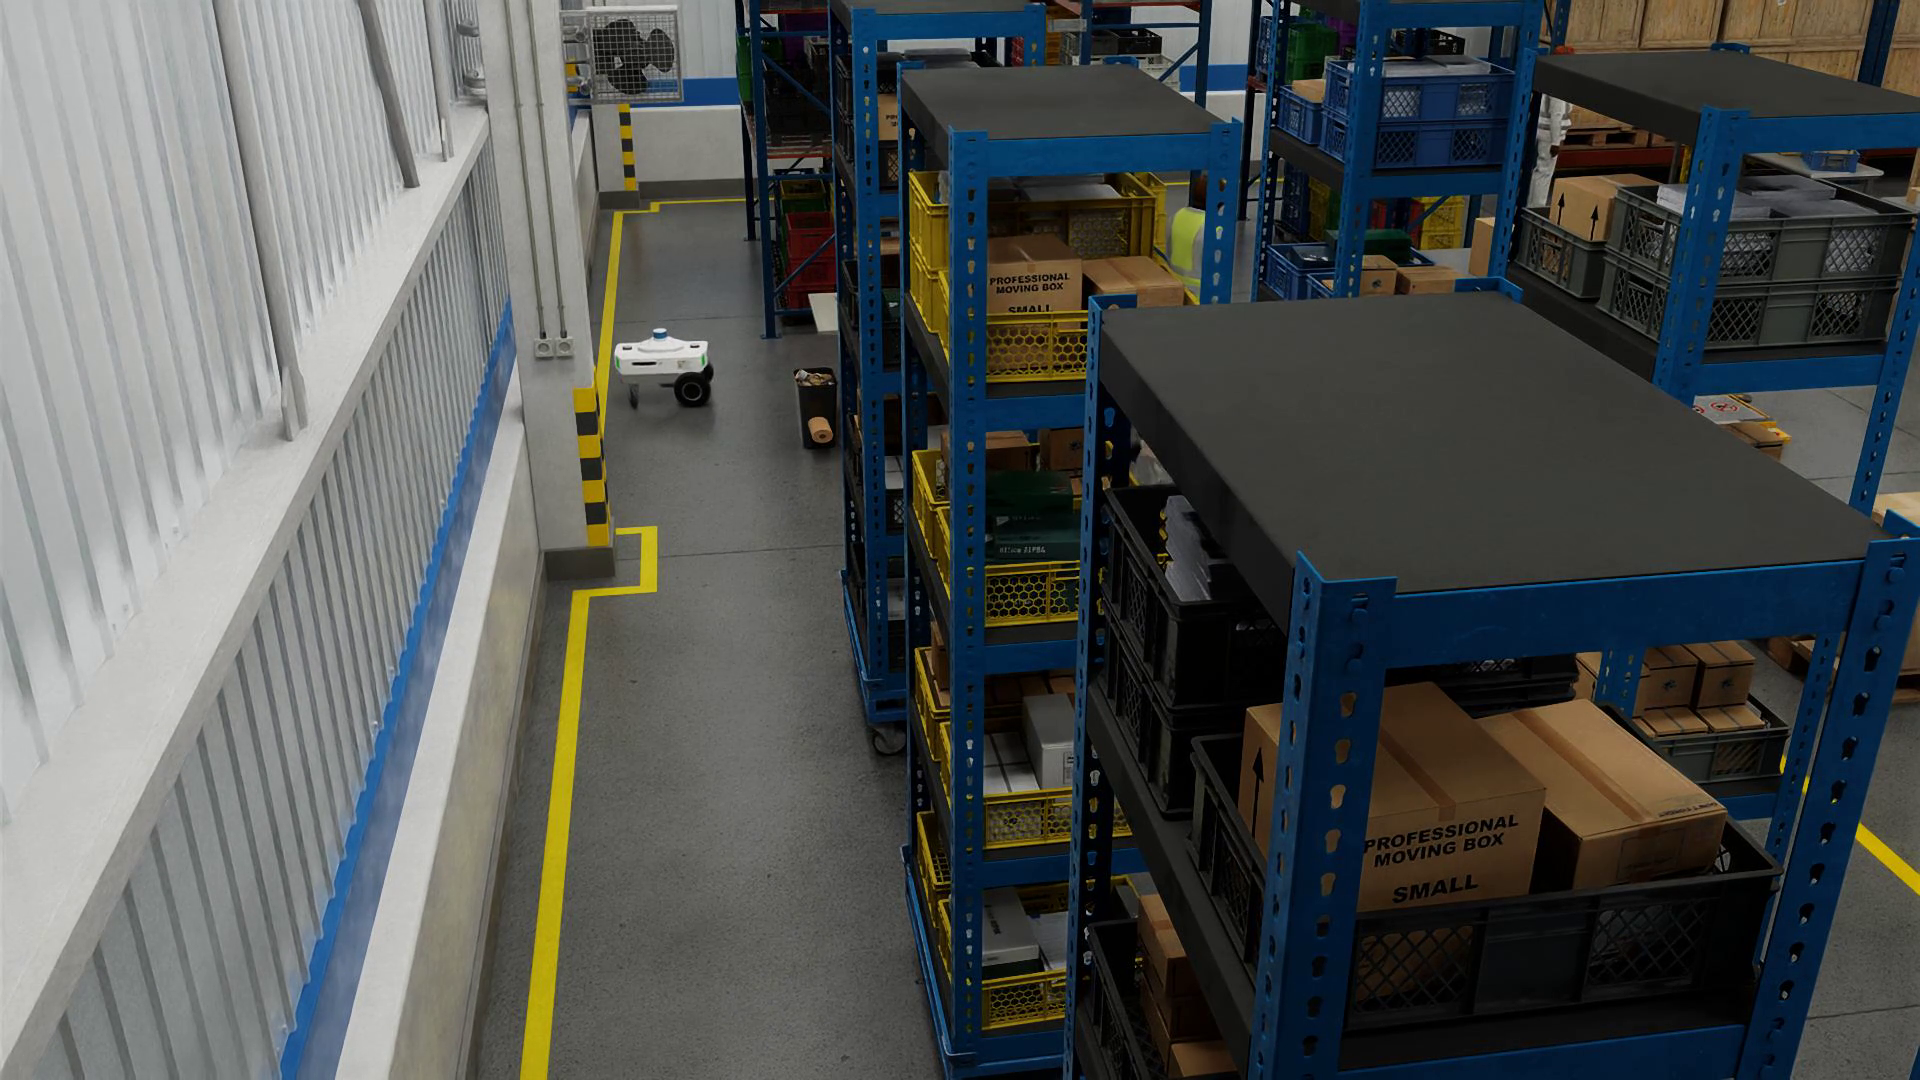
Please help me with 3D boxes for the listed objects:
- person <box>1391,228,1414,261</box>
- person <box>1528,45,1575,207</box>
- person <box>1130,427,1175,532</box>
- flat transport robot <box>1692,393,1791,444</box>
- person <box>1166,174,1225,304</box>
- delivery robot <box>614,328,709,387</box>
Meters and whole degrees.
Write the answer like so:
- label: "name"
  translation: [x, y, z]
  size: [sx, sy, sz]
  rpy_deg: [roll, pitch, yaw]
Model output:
- label: "person"
  translation: [2.657, -1.014, 10.490]
  size: [0.635, 1.939, 0.366]
  rpy_deg: [16, 29, 31]
- label: "person"
  translation: [6.284, -4.274, 17.640]
  size: [0.353, 1.884, 0.578]
  rpy_deg: [5, 25, 10]
- label: "person"
  translation: [1.217, -0.494, 9.738]
  size: [0.506, 1.609, 0.532]
  rpy_deg: [-12, 27, -24]
- label: "flat transport robot"
  translation: [5.224, -0.859, 12.132]
  size: [1.431, 0.197, 0.652]
  rpy_deg: [-4, 25, -8]
- label: "person"
  translation: [1.762, -1.770, 12.248]
  size: [0.430, 1.844, 0.623]
  rpy_deg: [-13, 28, -26]
- label: "delivery robot"
  translation: [-2.302, -1.391, 12.844]
  size: [0.707, 0.478, 0.477]
  rpy_deg: [-2, 25, -4]
